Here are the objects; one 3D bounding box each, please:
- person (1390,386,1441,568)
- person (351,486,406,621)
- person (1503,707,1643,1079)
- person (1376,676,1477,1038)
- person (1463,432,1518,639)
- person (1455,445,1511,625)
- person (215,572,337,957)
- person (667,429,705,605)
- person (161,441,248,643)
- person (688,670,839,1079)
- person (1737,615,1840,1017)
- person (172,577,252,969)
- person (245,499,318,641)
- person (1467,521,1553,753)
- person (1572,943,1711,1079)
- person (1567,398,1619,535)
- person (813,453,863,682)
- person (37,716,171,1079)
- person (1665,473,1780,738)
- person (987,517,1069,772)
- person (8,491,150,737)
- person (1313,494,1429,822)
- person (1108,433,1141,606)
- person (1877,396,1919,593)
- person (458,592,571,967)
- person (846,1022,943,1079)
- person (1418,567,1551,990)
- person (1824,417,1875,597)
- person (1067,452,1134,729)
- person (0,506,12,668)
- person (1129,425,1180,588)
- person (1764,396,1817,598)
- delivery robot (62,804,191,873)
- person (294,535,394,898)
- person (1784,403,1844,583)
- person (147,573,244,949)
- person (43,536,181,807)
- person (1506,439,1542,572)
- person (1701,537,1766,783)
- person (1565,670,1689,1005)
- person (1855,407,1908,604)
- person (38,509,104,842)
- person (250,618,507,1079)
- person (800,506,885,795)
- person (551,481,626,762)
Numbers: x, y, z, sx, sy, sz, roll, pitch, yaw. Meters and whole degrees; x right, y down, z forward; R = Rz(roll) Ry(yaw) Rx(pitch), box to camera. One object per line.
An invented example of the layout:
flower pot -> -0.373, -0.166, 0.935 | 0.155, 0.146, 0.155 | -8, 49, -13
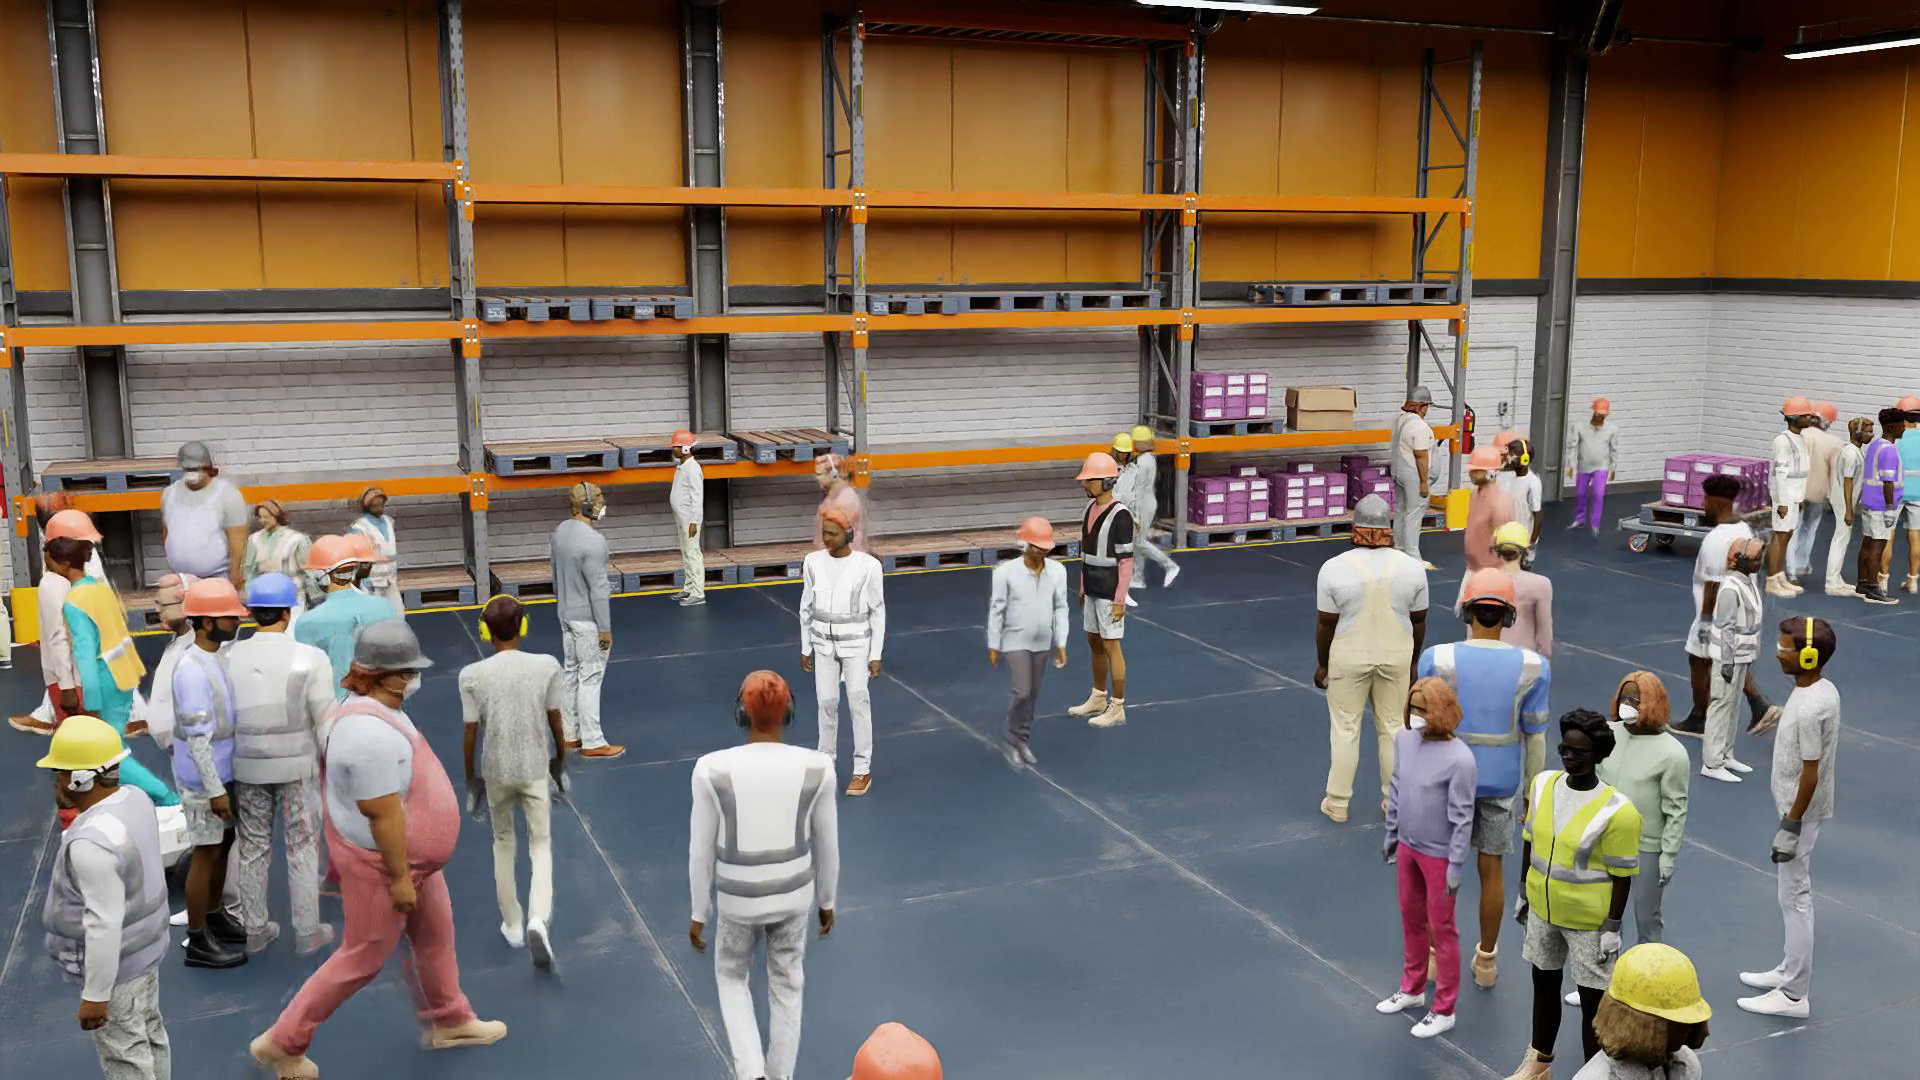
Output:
person -> 5.076, -0.710, 18.505 | 0.536, 2.000, 0.680 | -2, 10, -9
person -> -4.790, 0.354, 13.596 | 0.420, 1.623, 0.518 | 3, 10, 18
person -> 2.469, 1.505, 6.725 | 0.318, 1.700, 0.535 | -6, 12, -31
person -> 2.101, 1.409, 7.483 | 0.288, 1.632, 0.506 | -4, 11, -24
person -> 4.919, -0.039, 15.115 | 0.566, 1.883, 0.903 | 9, 13, 41
person -> 4.244, 0.214, 13.356 | 0.531, 1.977, 0.631 | 0, 10, 0
person -> -3.382, 1.122, 8.272 | 0.616, 1.933, 0.420 | 0, 10, -2
person -> -2.733, -0.231, 16.569 | 0.335, 1.749, 0.575 | -4, 11, -23
person -> -6.057, 0.207, 13.220 | 0.707, 2.000, 0.725 | 0, 10, 3
person -> -0.779, 1.435, 6.626 | 0.610, 1.872, 0.417 | -2, 10, -13
person -> 3.828, 1.260, 7.649 | 0.328, 1.871, 0.510 | 5, 11, 28
person -> -3.649, 1.136, 8.204 | 0.388, 1.930, 0.550 | -2, 10, -9
person -> -5.296, 0.481, 12.914 | 0.524, 1.590, 0.854 | 2, 10, 14
person -> 3.576, 0.754, 10.872 | 0.541, 1.753, 0.463 | 6, 11, 29
person -> 1.776, 1.890, 4.382 | 0.485, 1.744, 0.294 | -7, 12, -35
person -> 7.900, -0.936, 20.760 | 0.584, 1.715, 0.652 | 4, 11, 21
person -> -1.020, 0.232, 13.541 | 0.507, 1.879, 0.658 | -3, 10, -19
person -> -3.143, 1.538, 6.147 | 0.404, 1.833, 0.592 | -2, 10, -12
person -> 5.457, 0.491, 11.842 | 0.620, 1.943, 0.637 | -9, 13, -41
person -> 0.488, 0.697, 11.283 | 0.558, 1.726, 0.527 | -6, 11, -30
person -> -6.340, 0.544, 11.945 | 1.070, 1.815, 0.587 | -1, 10, -6
person -> 2.500, 0.720, 10.263 | 0.674, 2.000, 0.535 | 0, 10, 0
person -> 1.574, -0.188, 16.378 | 0.483, 1.736, 0.311 | -5, 11, -26
person -> 9.701, -0.465, 17.125 | 0.614, 2.035, 0.410 | 2, 10, 10
person -> -2.183, 1.178, 8.199 | 0.518, 1.843, 0.724 | -3, 10, -15
person -> -0.141, 1.970, 3.890 | 0.573, 1.750, 0.330 | -8, 13, -38
person -> 2.455, 1.137, 7.922 | 0.612, 2.028, 0.409 | 1, 10, 7
person -> 9.082, -0.343, 16.997 | 0.349, 1.837, 0.502 | 5, 11, 28
person -> 1.031, 0.368, 12.287 | 0.379, 2.041, 0.616 | -4, 11, -23
person -> -8.146, 0.253, 13.777 | 0.327, 1.753, 0.561 | 0, 10, 2
person -> 1.955, -0.332, 17.206 | 0.584, 1.724, 0.495 | 3, 10, 15
person -> 8.456, -0.441, 16.937 | 0.365, 2.048, 0.608 | 8, 13, 40
delivery robot -> -4.460, 1.628, 9.040 | 0.477, 0.478, 0.707 | 10, 14, 44
person -> -3.353, 0.956, 9.079 | 0.402, 1.986, 0.611 | 7, 12, 33
person -> 8.991, -0.502, 17.675 | 0.649, 1.922, 1.050 | 6, 11, 31
person -> -3.891, 1.102, 8.456 | 0.407, 1.906, 0.641 | -7, 12, -34
person -> -5.001, 0.879, 9.871 | 0.673, 1.876, 0.619 | -3, 10, -15
person -> 4.931, 0.040, 14.675 | 0.313, 1.869, 0.528 | -1, 10, -7
person -> 5.145, 0.787, 11.063 | 0.312, 1.632, 0.514 | 7, 12, 37
person -> 3.045, 1.390, 7.568 | 0.280, 1.636, 0.500 | -6, 12, -31
person -> 9.239, -0.355, 16.668 | 0.368, 1.967, 0.600 | 2, 10, 13
person -> -5.250, 0.804, 9.915 | 0.395, 1.994, 0.613 | -3, 10, -15
person -> -2.508, 1.282, 7.024 | 0.974, 2.000, 0.674 | -2, 10, -13
person -> -0.770, 0.712, 10.761 | 0.583, 1.882, 0.338 | 4, 11, 22
person -> -2.595, 0.556, 11.505 | 0.356, 1.938, 0.633 | -8, 13, -38
